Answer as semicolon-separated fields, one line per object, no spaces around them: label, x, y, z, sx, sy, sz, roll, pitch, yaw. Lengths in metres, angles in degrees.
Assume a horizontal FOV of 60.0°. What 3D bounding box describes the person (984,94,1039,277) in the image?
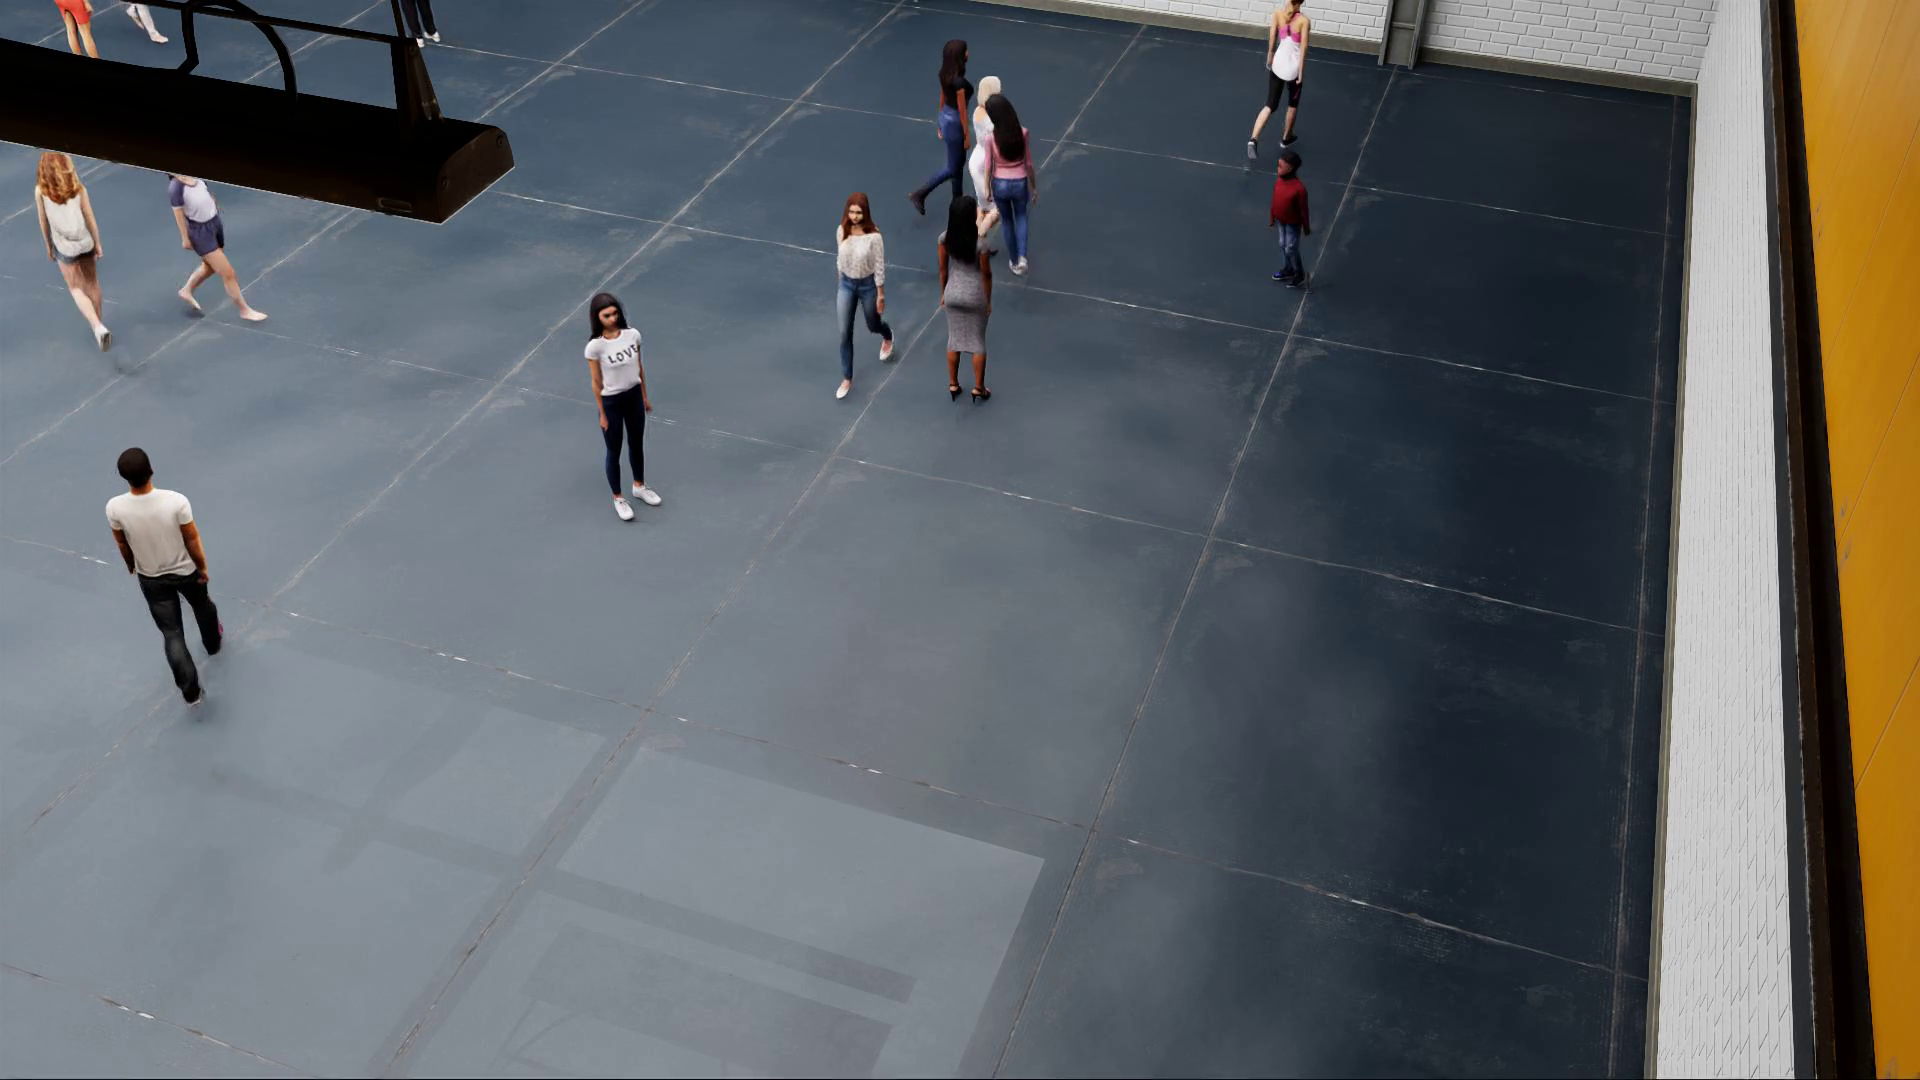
person;0.440;-3.041;14.567;0.853;1.716;0.889;-3;39;-3

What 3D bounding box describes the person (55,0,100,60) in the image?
person;-9.731;-5.912;18.160;0.464;1.718;0.640;14;41;17

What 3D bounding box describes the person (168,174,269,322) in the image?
person;-6.467;-2.574;14.064;1.086;1.613;0.742;4;39;5

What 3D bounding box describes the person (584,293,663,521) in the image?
person;-2.441;-0.970;11.927;0.663;1.775;0.658;-32;48;-33

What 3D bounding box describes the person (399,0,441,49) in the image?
person;-6.278;-6.464;18.880;0.728;1.682;0.733;27;46;29

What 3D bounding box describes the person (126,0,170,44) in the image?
person;-9.500;-6.540;18.949;0.824;1.715;0.635;16;41;19

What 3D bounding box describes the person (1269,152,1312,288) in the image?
person;2.963;-2.840;14.700;0.698;1.237;0.632;-29;47;-31

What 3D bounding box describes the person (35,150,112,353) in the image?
person;-7.244;-2.339;13.676;0.942;1.732;1.056;-24;44;-27

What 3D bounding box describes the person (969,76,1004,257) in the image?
person;0.174;-3.273;14.836;0.805;1.742;0.749;-19;43;-23

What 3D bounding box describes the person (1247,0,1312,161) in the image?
person;3.181;-4.613;16.505;1.141;1.754;0.930;26;46;29

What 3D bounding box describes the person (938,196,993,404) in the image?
person;0.045;-1.868;13.046;0.454;1.780;0.635;14;41;16

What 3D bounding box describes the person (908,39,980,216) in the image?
person;-0.134;-3.784;15.496;1.019;1.719;0.941;-15;41;-18

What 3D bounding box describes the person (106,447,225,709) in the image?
person;-4.966;0.252;10.400;1.149;1.771;1.167;-13;40;-16

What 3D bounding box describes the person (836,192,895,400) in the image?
person;-0.750;-2.034;13.327;1.031;1.691;0.655;14;41;17
